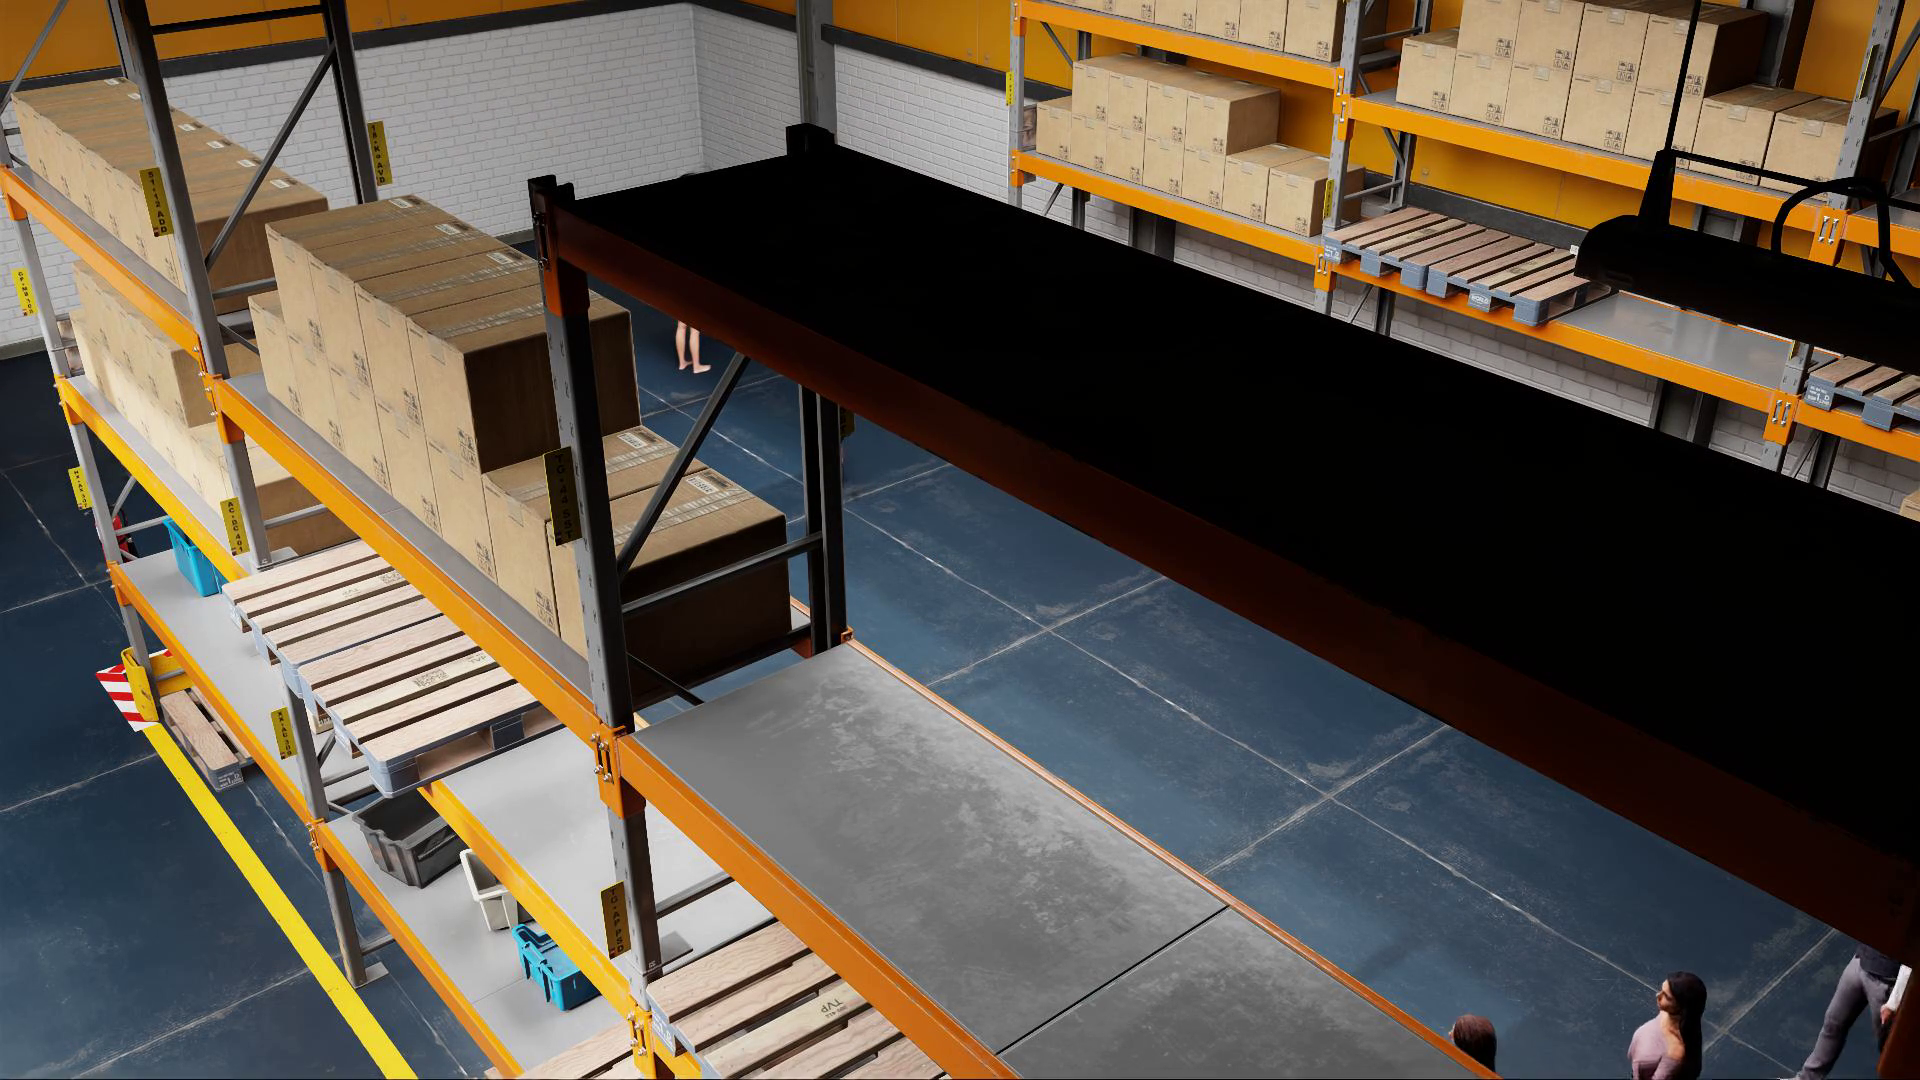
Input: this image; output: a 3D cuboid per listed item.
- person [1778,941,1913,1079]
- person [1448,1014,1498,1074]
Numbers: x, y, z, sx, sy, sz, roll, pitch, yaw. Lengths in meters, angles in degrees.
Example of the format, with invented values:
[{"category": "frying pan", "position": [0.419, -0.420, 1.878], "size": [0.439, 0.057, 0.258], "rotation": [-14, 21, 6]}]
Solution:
[{"category": "person", "position": [5.142, 2.389, 9.063], "size": [1.223, 1.904, 1.183], "rotation": [1, 29, 3]}, {"category": "person", "position": [2.526, 3.033, 8.120], "size": [1.010, 1.679, 0.799], "rotation": [14, 32, 25]}]
